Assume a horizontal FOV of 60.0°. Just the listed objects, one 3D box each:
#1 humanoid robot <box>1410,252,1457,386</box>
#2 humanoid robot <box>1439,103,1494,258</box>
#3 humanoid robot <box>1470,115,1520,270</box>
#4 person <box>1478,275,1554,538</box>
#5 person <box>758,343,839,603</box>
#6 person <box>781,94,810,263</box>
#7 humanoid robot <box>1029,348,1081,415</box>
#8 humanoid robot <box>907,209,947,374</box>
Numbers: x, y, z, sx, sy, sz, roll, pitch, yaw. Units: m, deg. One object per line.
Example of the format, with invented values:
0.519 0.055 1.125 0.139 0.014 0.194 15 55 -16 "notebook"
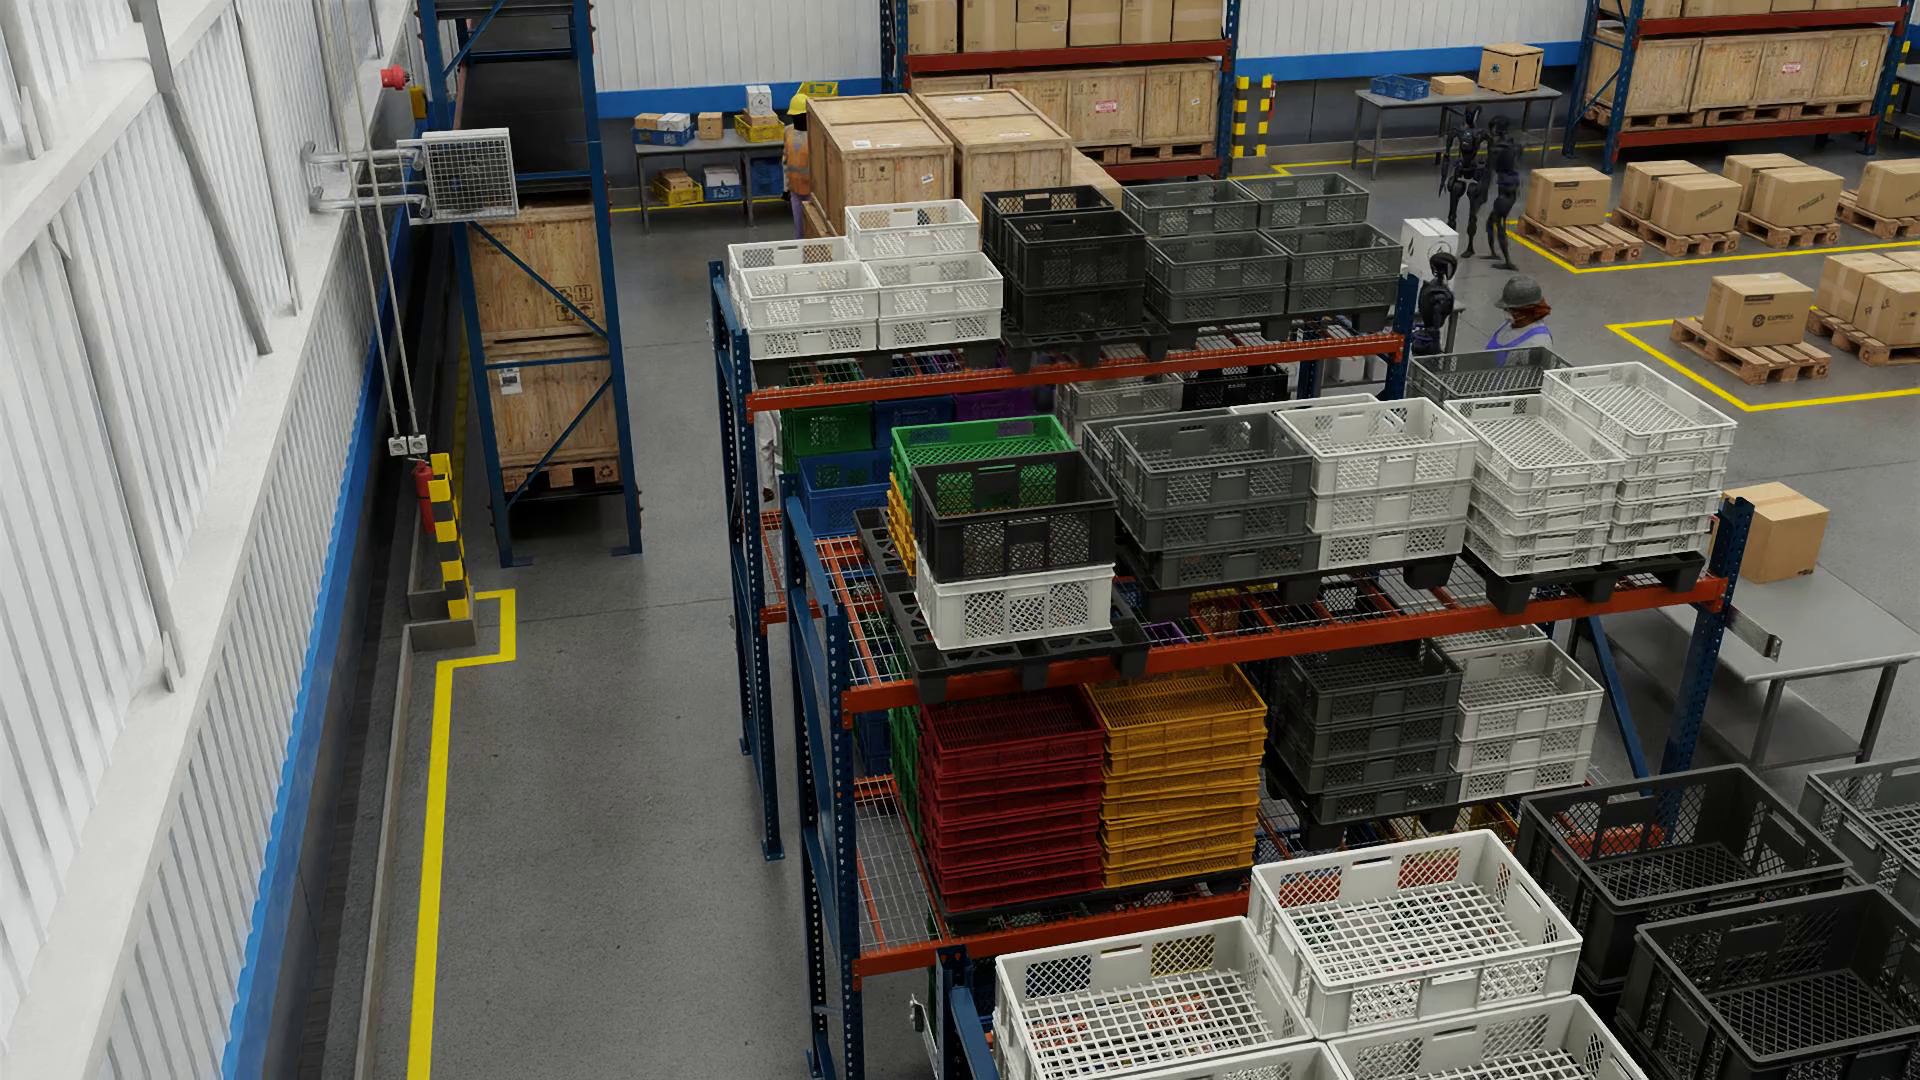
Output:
3.776 -1.518 13.401 0.327 1.657 0.591 5 28 9 "humanoid robot"
5.437 -3.868 17.873 0.563 1.650 0.357 19 33 32 "humanoid robot"
5.694 -3.647 17.488 0.584 1.622 0.619 13 31 24 "humanoid robot"
3.888 -0.940 11.932 0.536 2.000 0.674 2 28 3 "person"
-1.045 -0.411 11.093 0.578 1.884 0.353 -4 28 -7 "person"
-1.592 -3.635 17.164 0.584 1.928 0.368 17 32 28 "person"
0.682 -1.047 12.595 0.832 1.620 0.593 -5 28 -9 "humanoid robot"
-0.336 -2.057 14.424 0.609 1.657 0.315 -14 31 -24 "humanoid robot"
